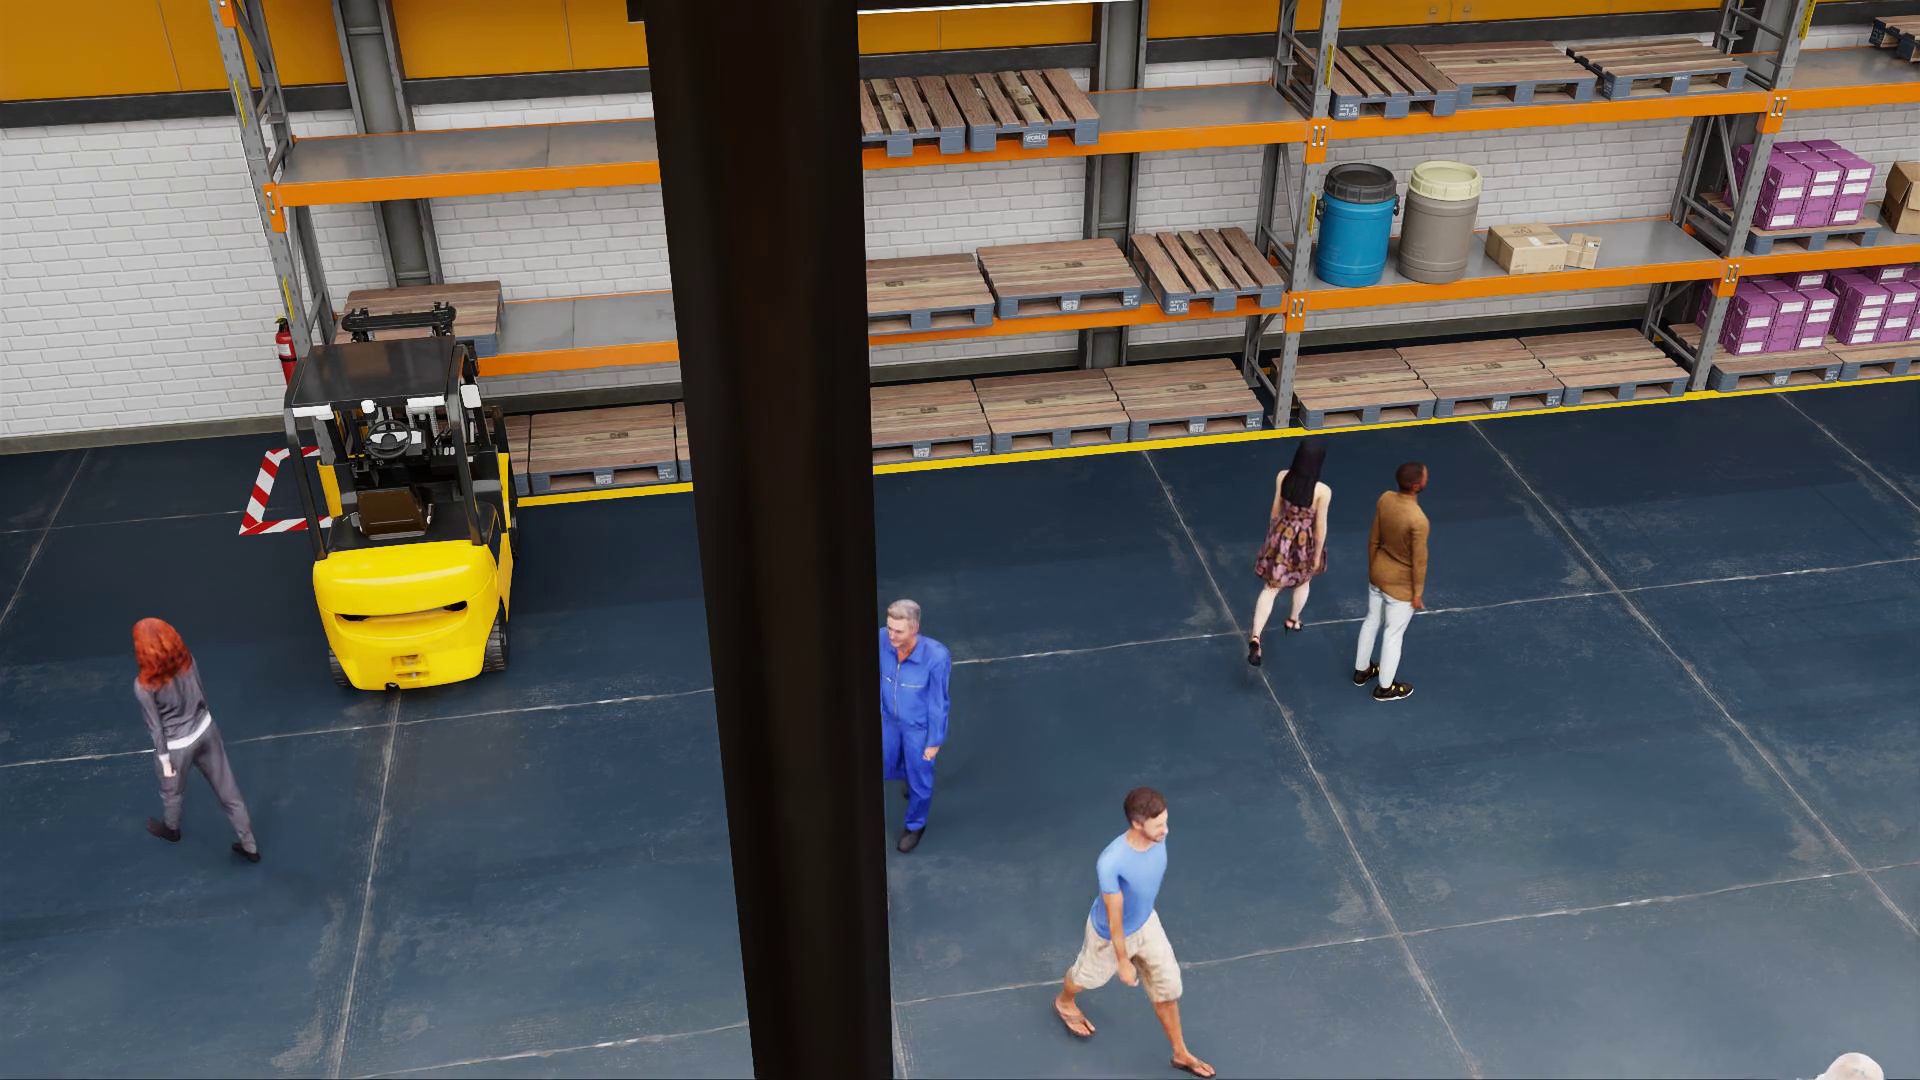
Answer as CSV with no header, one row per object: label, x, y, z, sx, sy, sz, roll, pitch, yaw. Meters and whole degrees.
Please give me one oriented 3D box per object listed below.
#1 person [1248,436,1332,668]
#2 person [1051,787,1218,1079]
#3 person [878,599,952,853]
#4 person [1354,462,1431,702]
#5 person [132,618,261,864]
person,2.266,0.111,11.472,1.117,1.749,1.162,20,38,27
person,0.769,1.965,8.624,1.248,1.814,1.143,-26,42,-33
person,-0.253,1.047,10.008,0.953,1.811,1.012,18,38,25
person,2.910,0.265,11.180,0.661,1.816,0.701,-17,37,-24
person,-4.474,1.236,9.788,1.114,1.740,0.993,16,37,23
